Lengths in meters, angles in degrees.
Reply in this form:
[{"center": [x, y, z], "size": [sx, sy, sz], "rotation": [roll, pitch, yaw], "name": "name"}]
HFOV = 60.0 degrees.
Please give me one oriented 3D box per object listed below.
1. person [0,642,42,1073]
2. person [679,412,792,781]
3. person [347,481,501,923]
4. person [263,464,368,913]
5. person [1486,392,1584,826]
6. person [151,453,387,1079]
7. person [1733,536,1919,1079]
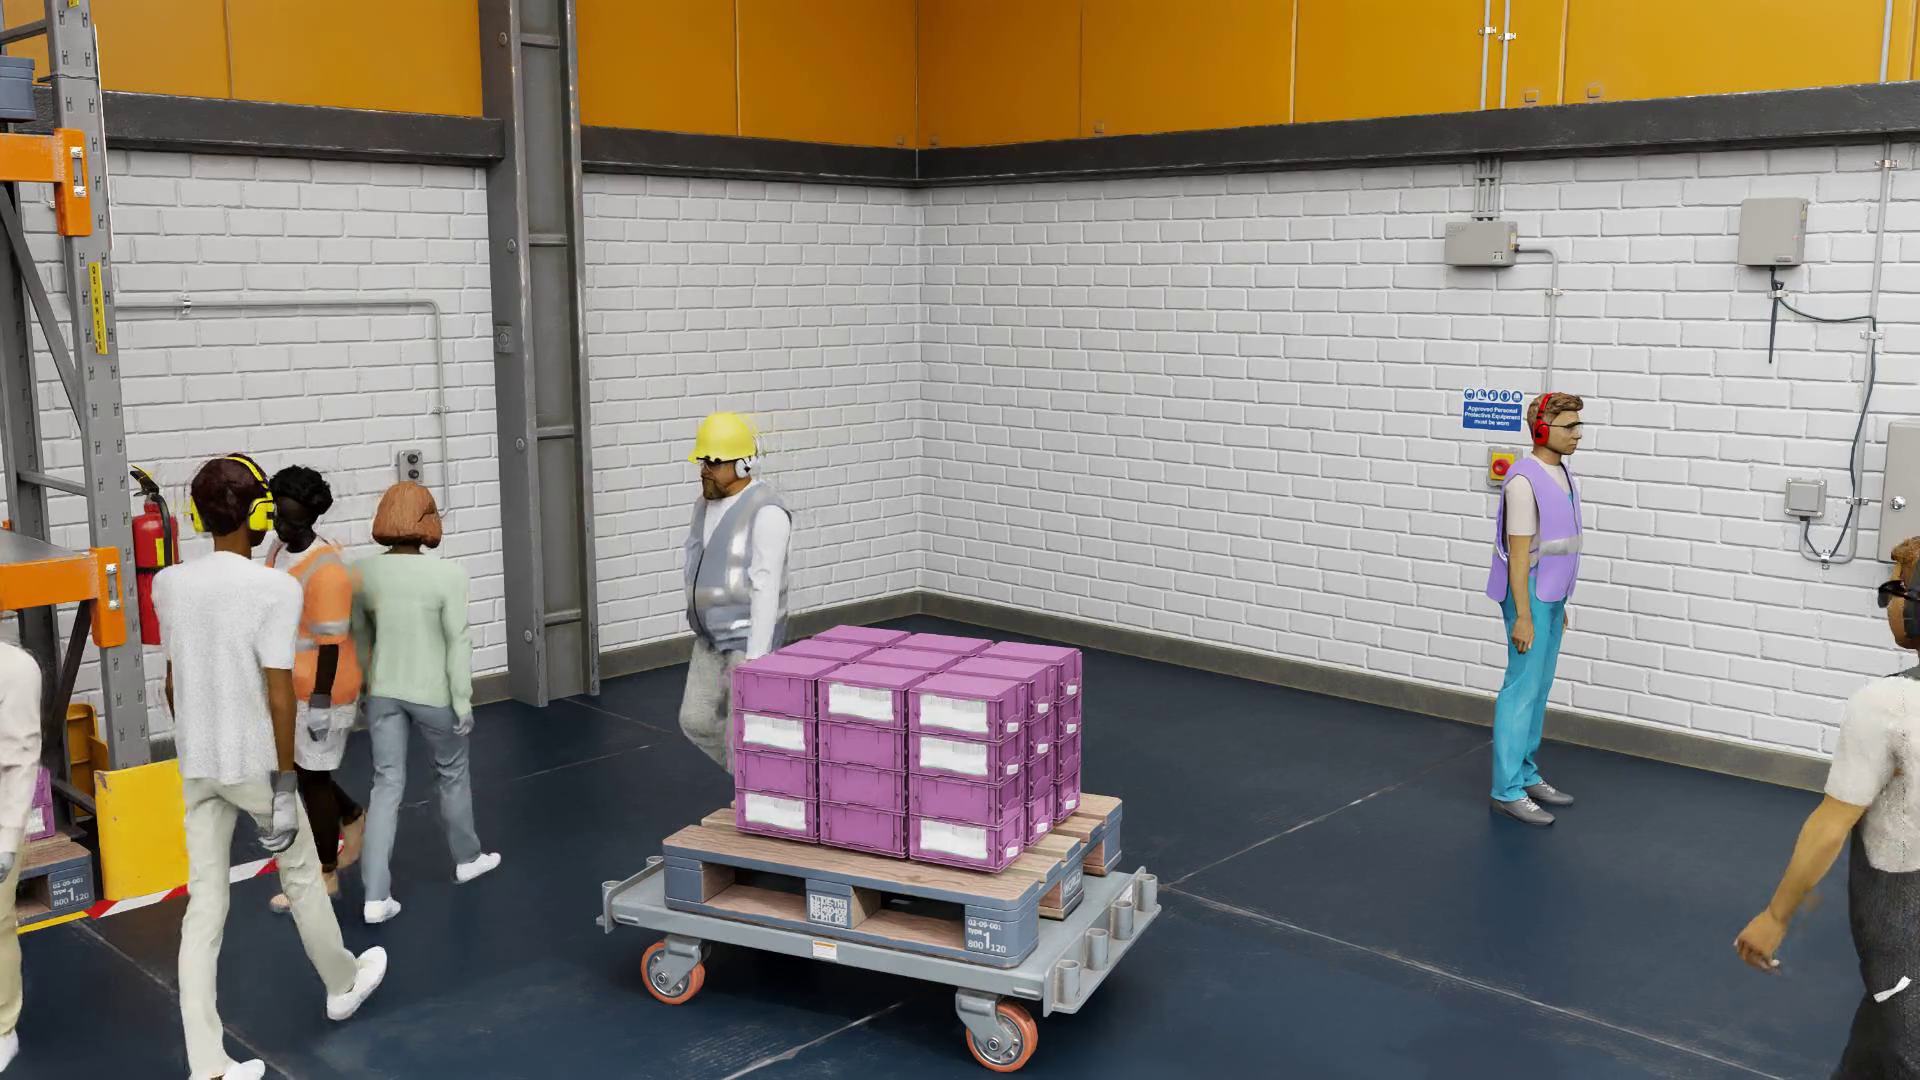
[{"center": [-2.810, 0.827, 4.615], "size": [0.523, 1.594, 0.738], "rotation": [-2, 10, -13], "name": "person"}, {"center": [-0.909, 0.380, 6.712], "size": [0.411, 1.804, 0.594], "rotation": [-8, 13, -42], "name": "person"}, {"center": [-2.025, 0.572, 6.163], "size": [0.512, 1.592, 0.773], "rotation": [1, 9, 8], "name": "person"}, {"center": [-2.349, 0.541, 6.087], "size": [0.403, 1.673, 0.558], "rotation": [-8, 12, -39], "name": "person"}, {"center": [2.483, 0.279, 7.194], "size": [0.376, 1.844, 0.571], "rotation": [6, 11, 34], "name": "person"}, {"center": [-2.075, 0.659, 4.926], "size": [0.523, 1.819, 0.948], "rotation": [1, 9, 9], "name": "person"}, {"center": [2.112, 0.871, 3.731], "size": [0.533, 1.793, 0.989], "rotation": [-4, 10, -21], "name": "person"}]
